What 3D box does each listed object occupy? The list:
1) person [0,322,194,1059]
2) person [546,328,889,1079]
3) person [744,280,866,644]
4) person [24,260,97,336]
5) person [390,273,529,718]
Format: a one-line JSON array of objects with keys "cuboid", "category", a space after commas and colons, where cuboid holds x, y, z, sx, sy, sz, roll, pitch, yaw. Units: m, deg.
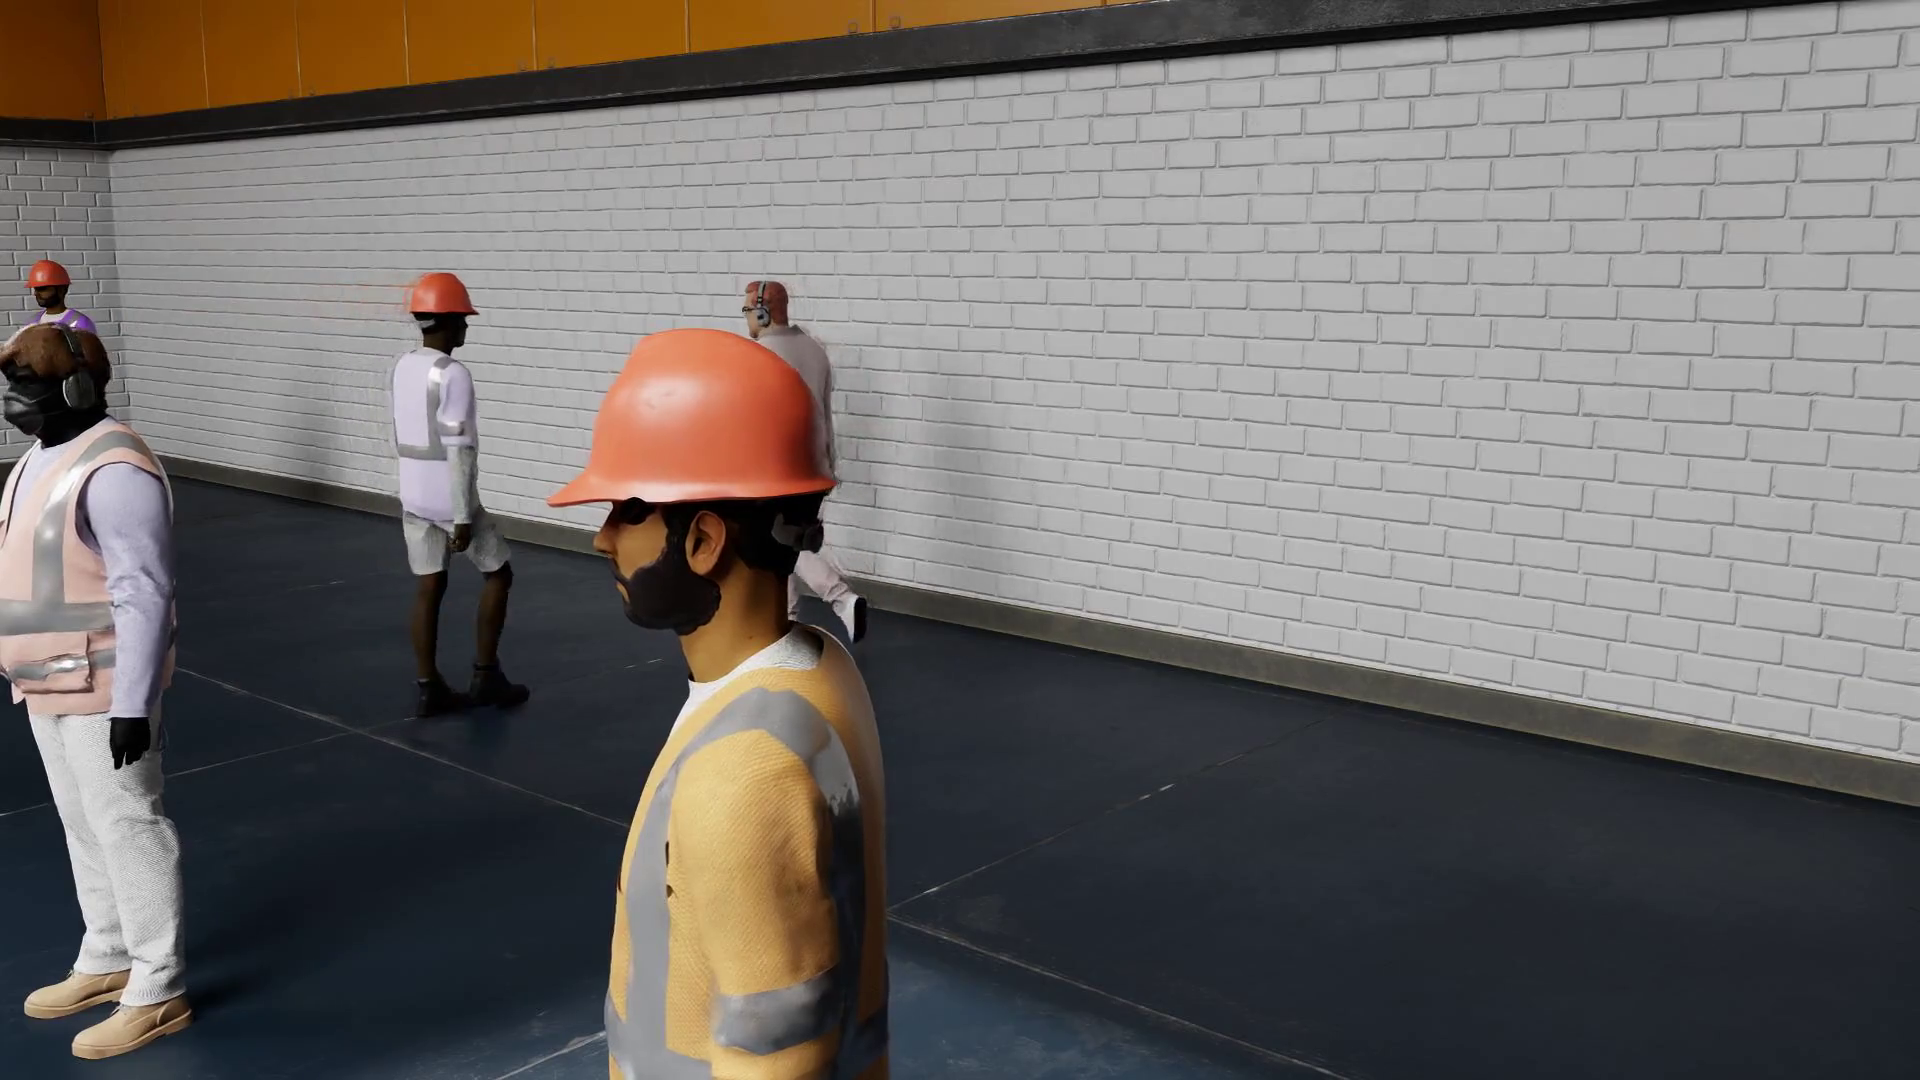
[{"cuboid": [-2.218, 0.374, 4.220, 0.635, 1.842, 0.429, 9, 14, 43], "category": "person"}, {"cuboid": [-0.259, 0.737, 1.881, 0.362, 1.935, 0.551, 0, 10, -2], "category": "person"}, {"cuboid": [-0.796, -0.372, 8.419, 0.806, 1.876, 0.651, 6, 11, 29], "category": "person"}, {"cuboid": [-6.207, -0.950, 11.484, 0.544, 1.938, 0.354, 3, 10, 15], "category": "person"}, {"cuboid": [-2.156, -0.189, 7.230, 0.546, 1.916, 0.630, 7, 12, 36], "category": "person"}]
